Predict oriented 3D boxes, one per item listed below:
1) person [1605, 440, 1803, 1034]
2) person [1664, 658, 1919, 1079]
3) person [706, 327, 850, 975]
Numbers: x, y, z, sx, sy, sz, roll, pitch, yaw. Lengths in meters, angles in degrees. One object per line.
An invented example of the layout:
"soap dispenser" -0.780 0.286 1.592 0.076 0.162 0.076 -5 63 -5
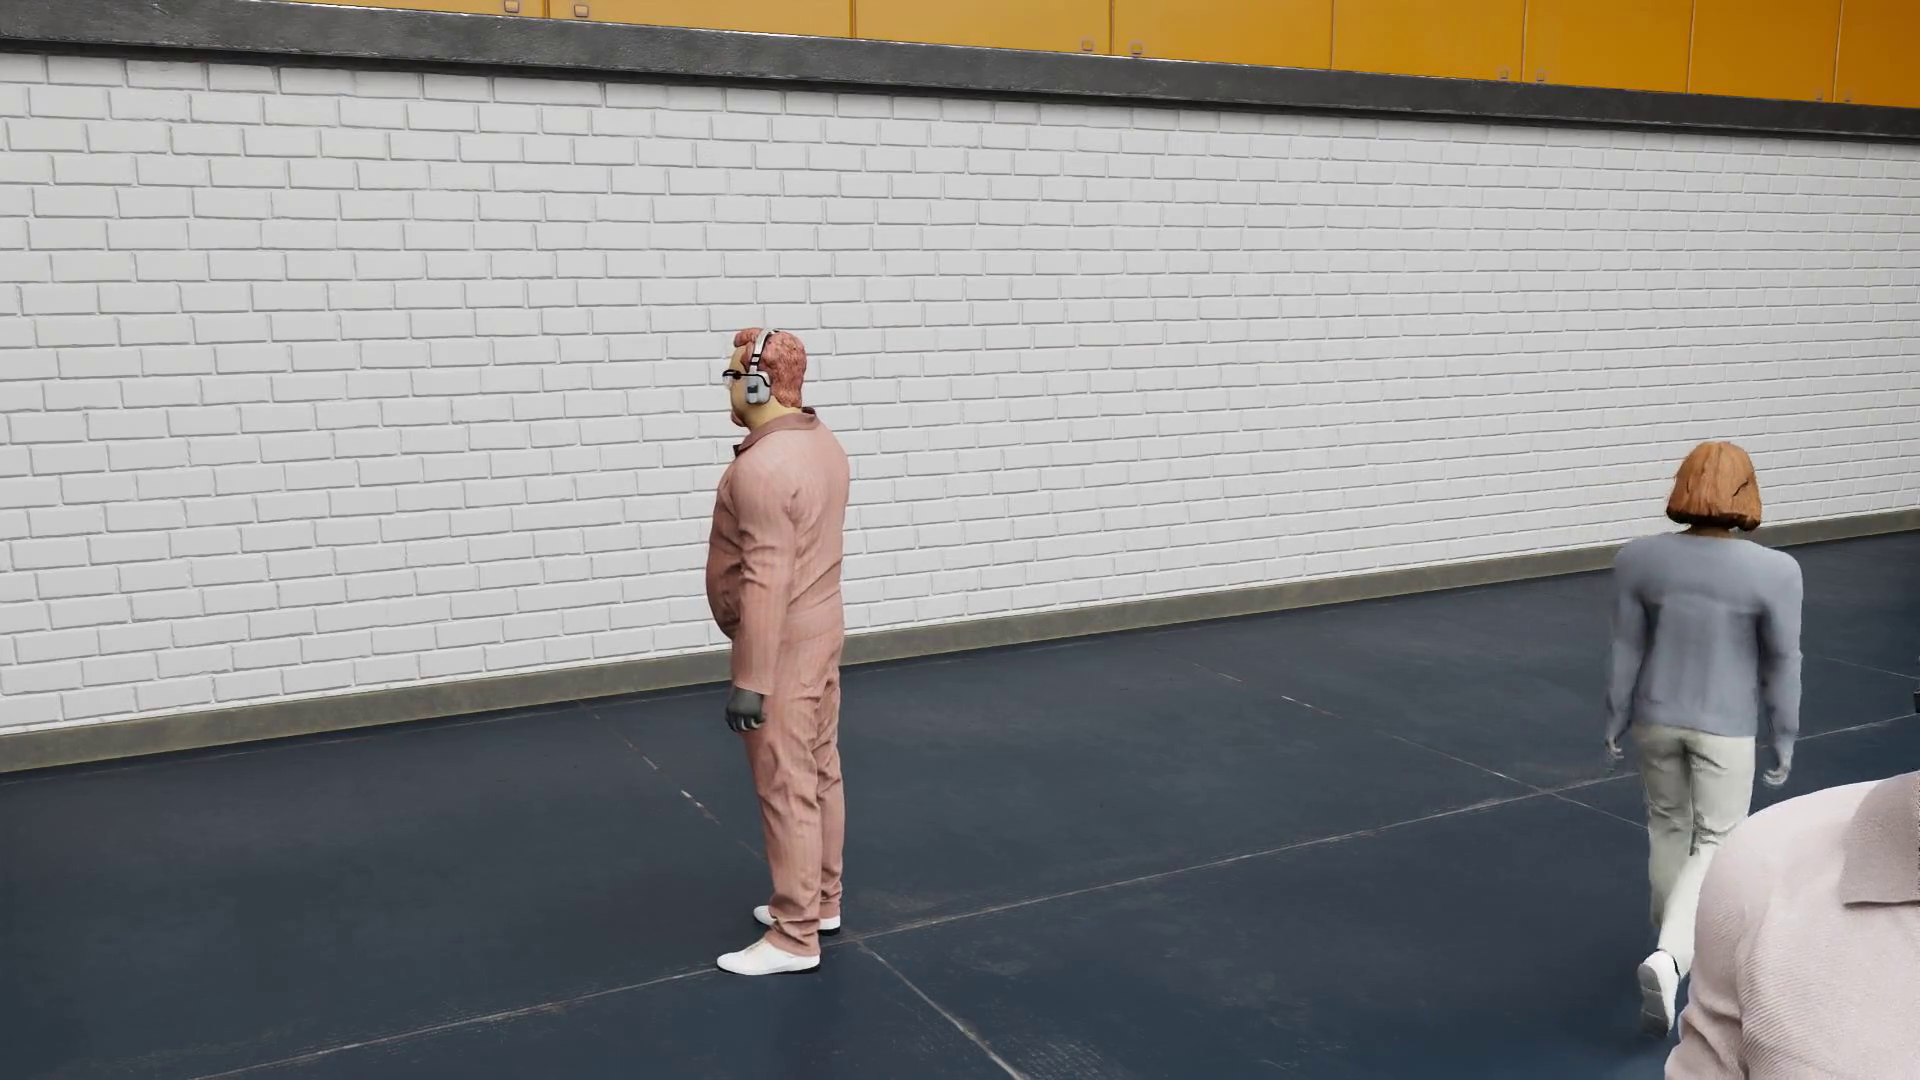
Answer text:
"person" 2.021 0.531 4.612 0.512 1.613 0.687 9 13 41
"person" 0.922 0.921 1.527 0.641 1.908 0.409 9 13 41
"person" -0.549 0.331 4.924 0.399 1.909 0.642 2 10 13
